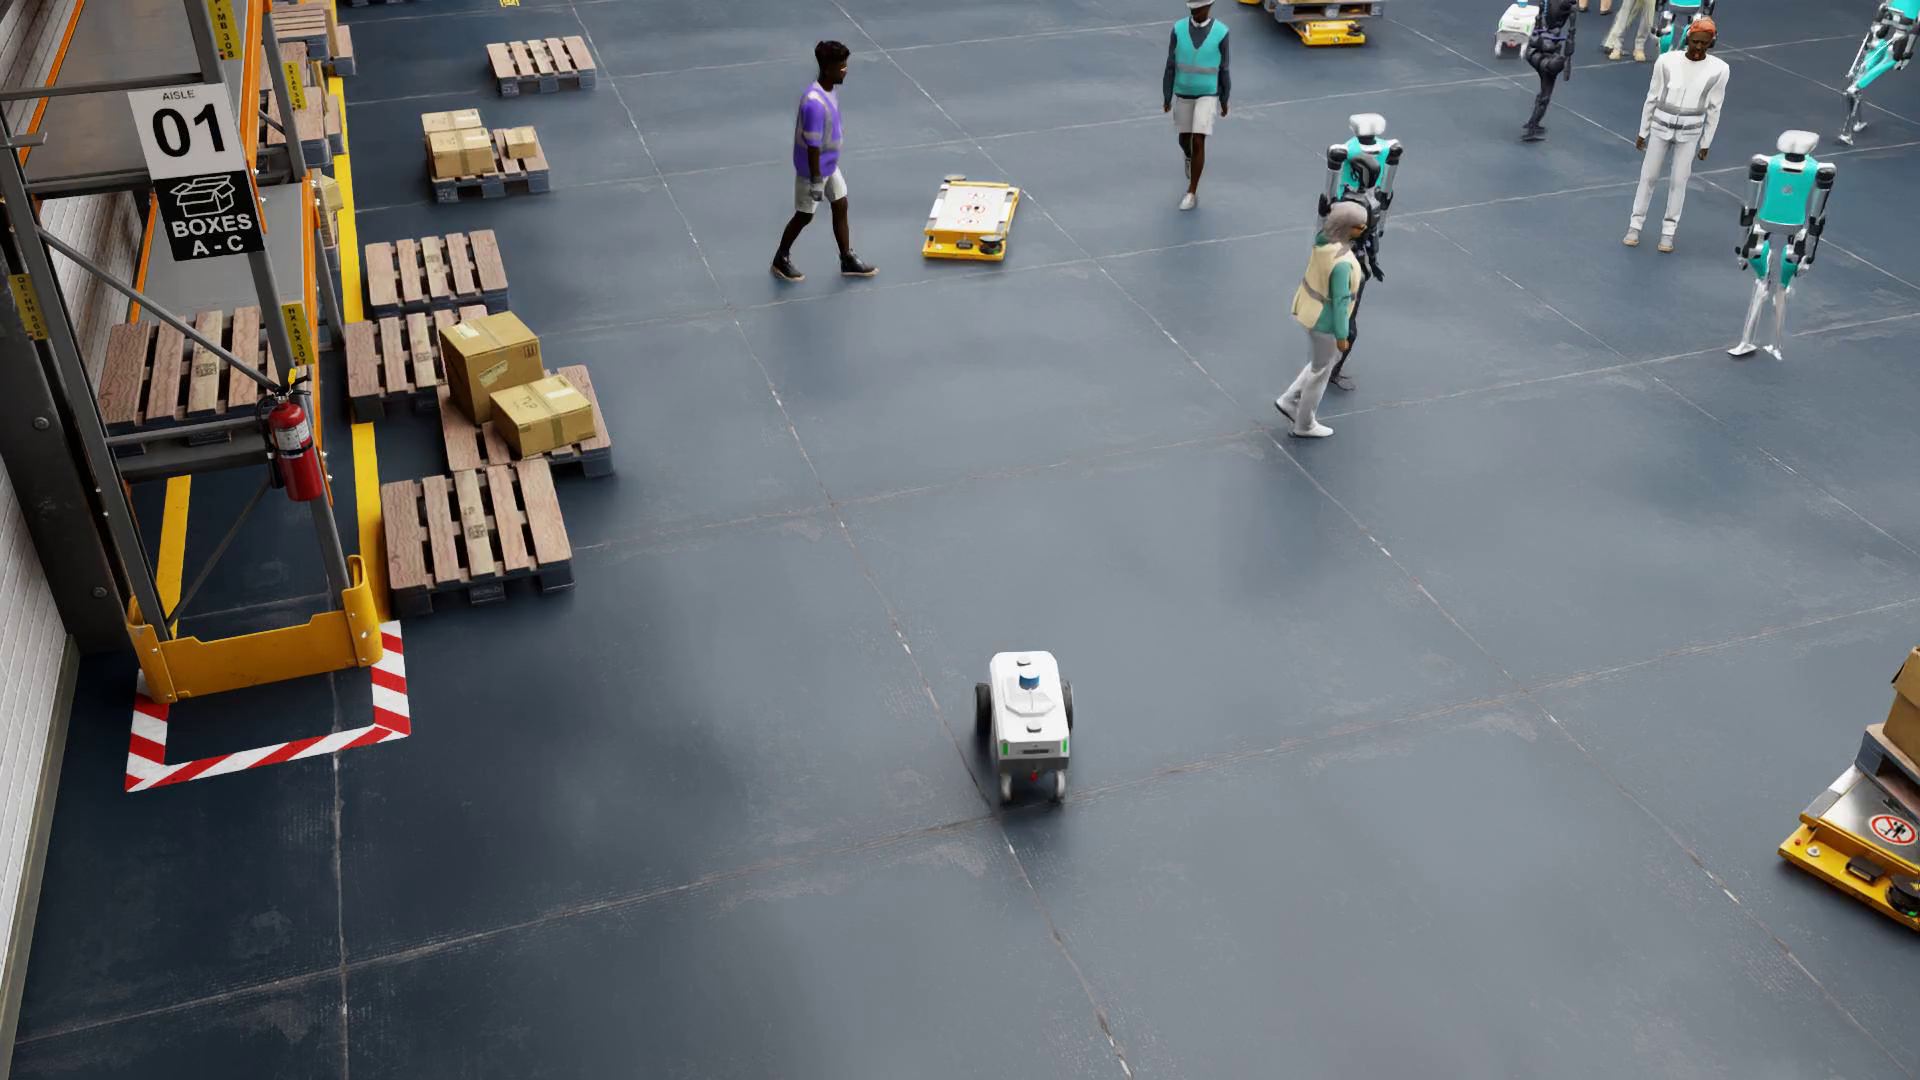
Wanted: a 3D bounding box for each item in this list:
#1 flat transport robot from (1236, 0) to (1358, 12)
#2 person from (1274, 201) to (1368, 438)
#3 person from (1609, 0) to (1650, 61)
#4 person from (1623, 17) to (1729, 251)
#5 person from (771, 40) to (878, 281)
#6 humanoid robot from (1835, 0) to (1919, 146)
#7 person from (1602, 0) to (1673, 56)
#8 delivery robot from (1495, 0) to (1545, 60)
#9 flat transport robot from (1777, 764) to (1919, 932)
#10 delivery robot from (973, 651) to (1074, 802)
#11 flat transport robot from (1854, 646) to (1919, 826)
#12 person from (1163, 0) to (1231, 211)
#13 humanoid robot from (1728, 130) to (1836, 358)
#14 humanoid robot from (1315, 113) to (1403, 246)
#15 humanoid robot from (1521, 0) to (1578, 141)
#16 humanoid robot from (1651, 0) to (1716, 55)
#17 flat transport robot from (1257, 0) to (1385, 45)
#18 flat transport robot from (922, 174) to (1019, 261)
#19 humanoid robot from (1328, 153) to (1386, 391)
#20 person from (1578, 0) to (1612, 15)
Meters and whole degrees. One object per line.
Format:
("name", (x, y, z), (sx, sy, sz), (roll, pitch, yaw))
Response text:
("flat transport robot", (4.050, -6.484, 19.803), (1.431, 0.231, 0.659), (17, 37, 24))
("person", (2.343, -1.392, 10.679), (0.431, 1.690, 0.501), (-3, 33, -4))
("person", (7.300, -6.036, 17.651), (0.468, 1.871, 0.356), (7, 34, 10))
("person", (5.763, -3.261, 13.389), (0.573, 1.880, 0.361), (15, 36, 22))
("person", (-1.122, -2.906, 12.814), (0.842, 1.920, 0.615), (7, 34, 11))
("humanoid robot", (8.526, -4.583, 15.569), (0.888, 1.784, 0.531), (-12, 35, -18))
("person", (7.381, -5.947, 17.589), (0.887, 1.783, 0.559), (20, 38, 27))
("delivery robot", (6.113, -5.626, 18.196), (0.499, 0.563, 0.738), (15, 36, 21))
("flat transport robot", (4.553, 1.285, 7.887), (1.431, 0.231, 0.659), (-25, 41, -33))
("delivery robot", (0.337, 0.886, 8.231), (0.499, 0.587, 0.769), (-2, 33, -3))
("flat transport robot", (4.938, 1.406, 7.702), (1.431, 0.231, 0.659), (-8, 34, -12))
("person", (2.043, -3.872, 14.313), (0.571, 1.908, 0.821), (13, 35, 20))
("humanoid robot", (5.756, -2.081, 11.716), (0.599, 1.782, 0.811), (17, 37, 24))
("humanoid robot", (2.747, -2.271, 12.015), (0.537, 1.787, 0.852), (-6, 34, -9))
("humanoid robot", (5.549, -4.584, 15.595), (0.346, 1.649, 0.608), (-10, 34, -15))
("humanoid robot", (7.075, -5.085, 16.363), (0.532, 1.783, 0.998), (12, 35, 17))
("flat transport robot", (4.074, -5.949, 18.982), (0.659, 0.231, 1.431), (-4, 33, -6))
("flat transport robot", (0.107, -2.723, 14.035), (0.659, 0.231, 1.431), (4, 33, 6))
("humanoid robot", (2.715, -1.847, 11.399), (0.370, 1.656, 0.609), (24, 40, 32))
("person", (7.503, -6.945, 19.230), (0.474, 1.669, 0.387), (19, 37, 26))
